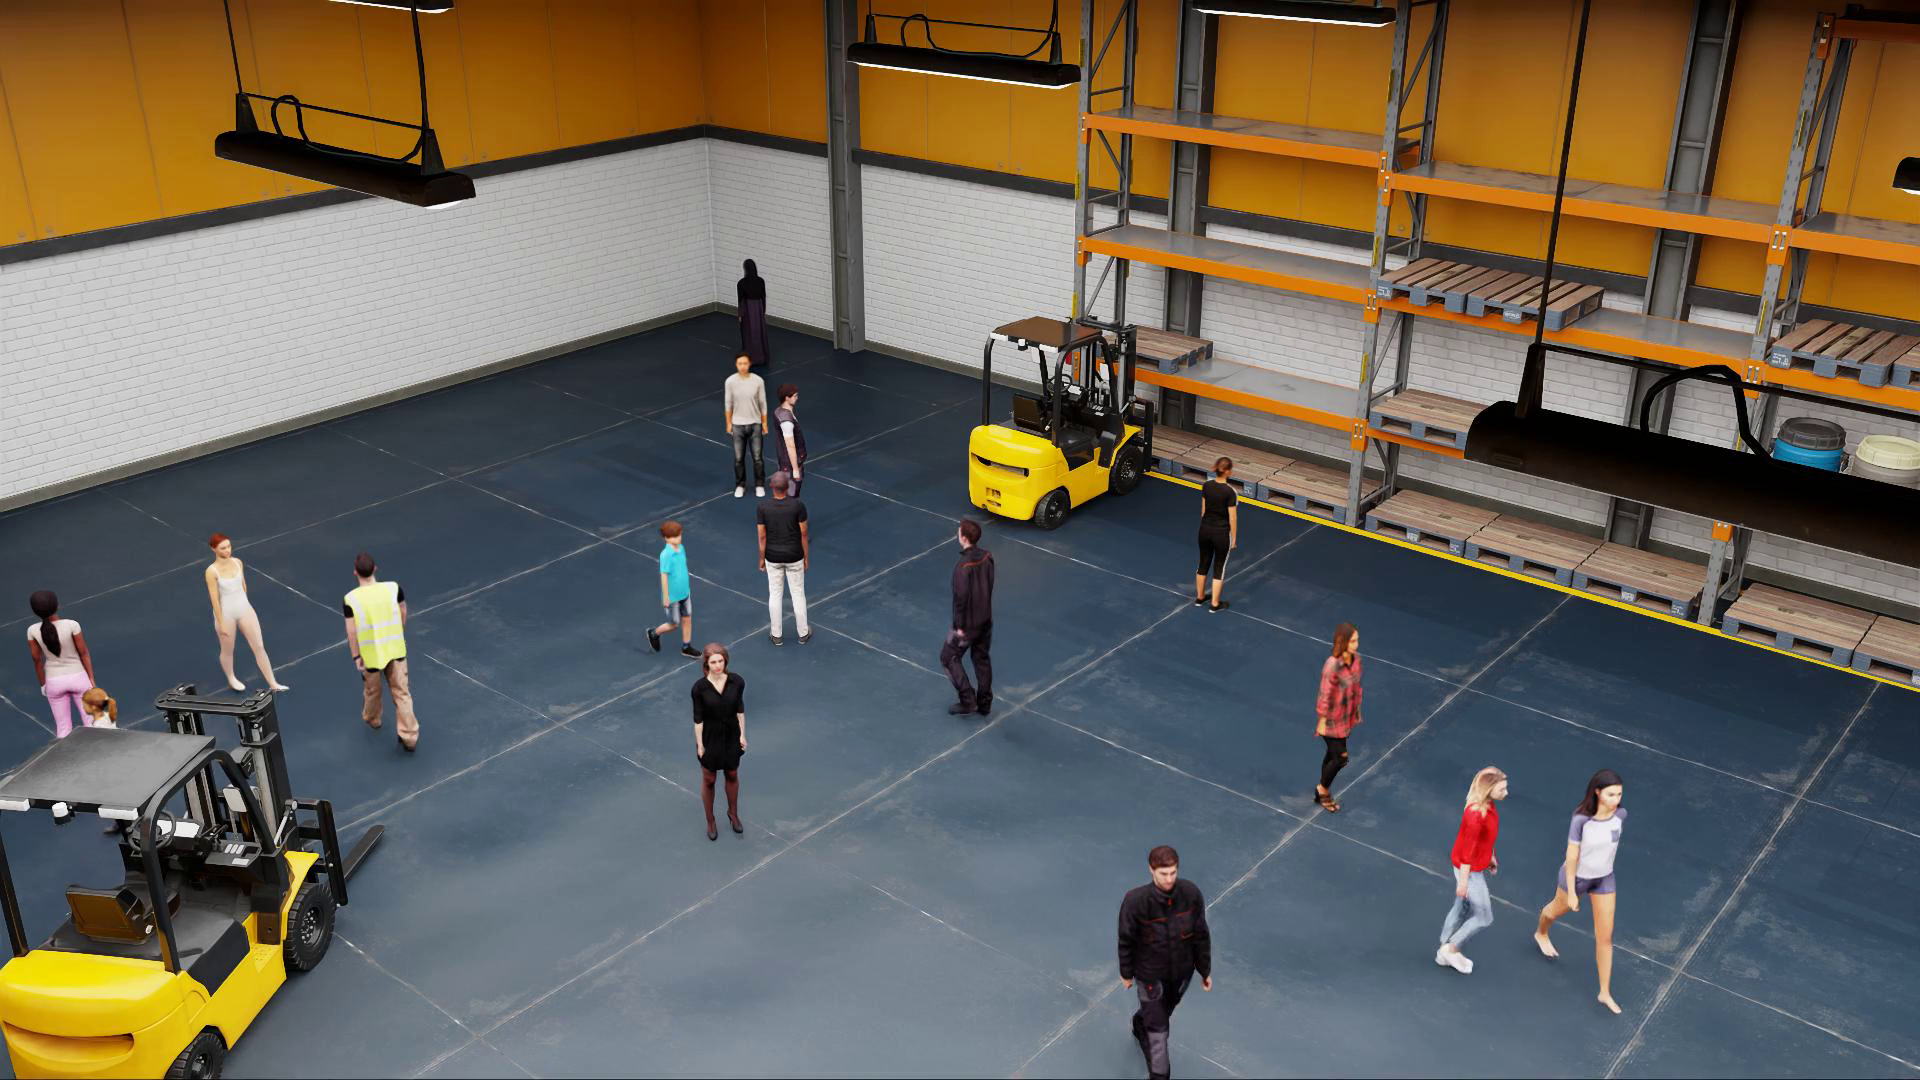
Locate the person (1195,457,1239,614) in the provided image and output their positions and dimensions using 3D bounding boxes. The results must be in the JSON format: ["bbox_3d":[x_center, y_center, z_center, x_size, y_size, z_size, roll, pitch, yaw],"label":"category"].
[{"bbox_3d":[2.621,-0.068,17.060,0.471,1.668,0.650,21,31,39],"label":"person"}]

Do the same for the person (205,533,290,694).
[{"bbox_3d":[-6.784,0.685,15.405,0.940,1.615,0.617,15,28,31],"label":"person"}]

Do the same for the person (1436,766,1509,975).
[{"bbox_3d":[3.493,2.290,11.642,0.693,1.687,0.705,8,25,17],"label":"person"}]

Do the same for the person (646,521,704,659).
[{"bbox_3d":[-2.800,0.477,16.101,0.838,1.438,0.640,10,26,23],"label":"person"}]

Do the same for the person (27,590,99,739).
[{"bbox_3d":[-7.538,1.211,14.044,0.655,1.742,0.680,-7,25,-16],"label":"person"}]

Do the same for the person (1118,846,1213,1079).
[{"bbox_3d":[1.261,2.686,10.593,1.077,1.803,1.270,-8,25,-18],"label":"person"}]

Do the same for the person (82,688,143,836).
[{"bbox_3d":[-6.727,1.780,13.285,0.713,1.307,0.685,-7,25,-16],"label":"person"}]

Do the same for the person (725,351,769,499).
[{"bbox_3d":[-2.557,-1.401,19.935,0.721,1.809,0.782,-2,24,-5],"label":"person"}]

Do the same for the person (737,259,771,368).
[{"bbox_3d":[-3.089,-3.384,24.714,0.695,1.614,0.719,-10,26,-22],"label":"person"}]

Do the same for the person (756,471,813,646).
[{"bbox_3d":[-1.728,0.181,16.321,0.757,1.805,0.819,-2,24,-4],"label":"person"}]

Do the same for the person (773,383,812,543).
[{"bbox_3d":[-1.924,-0.874,18.679,0.802,1.849,0.695,-7,25,-16],"label":"person"}]

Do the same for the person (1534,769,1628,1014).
[{"bbox_3d":[4.299,2.328,11.572,1.066,1.675,1.216,-5,24,-12],"label":"person"}]

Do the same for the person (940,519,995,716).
[{"bbox_3d":[0.162,0.744,14.916,0.612,1.898,0.677,19,30,37],"label":"person"}]

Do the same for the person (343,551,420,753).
[{"bbox_3d":[-4.996,1.008,14.432,0.937,1.801,1.223,-13,27,-28],"label":"person"}]

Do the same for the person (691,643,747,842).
[{"bbox_3d":[-1.915,1.586,13.228,0.651,1.706,0.629,-11,26,-24],"label":"person"}]

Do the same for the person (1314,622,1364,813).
[{"bbox_3d":[3.017,1.428,13.605,0.651,1.695,0.643,-21,31,-39],"label":"person"}]
